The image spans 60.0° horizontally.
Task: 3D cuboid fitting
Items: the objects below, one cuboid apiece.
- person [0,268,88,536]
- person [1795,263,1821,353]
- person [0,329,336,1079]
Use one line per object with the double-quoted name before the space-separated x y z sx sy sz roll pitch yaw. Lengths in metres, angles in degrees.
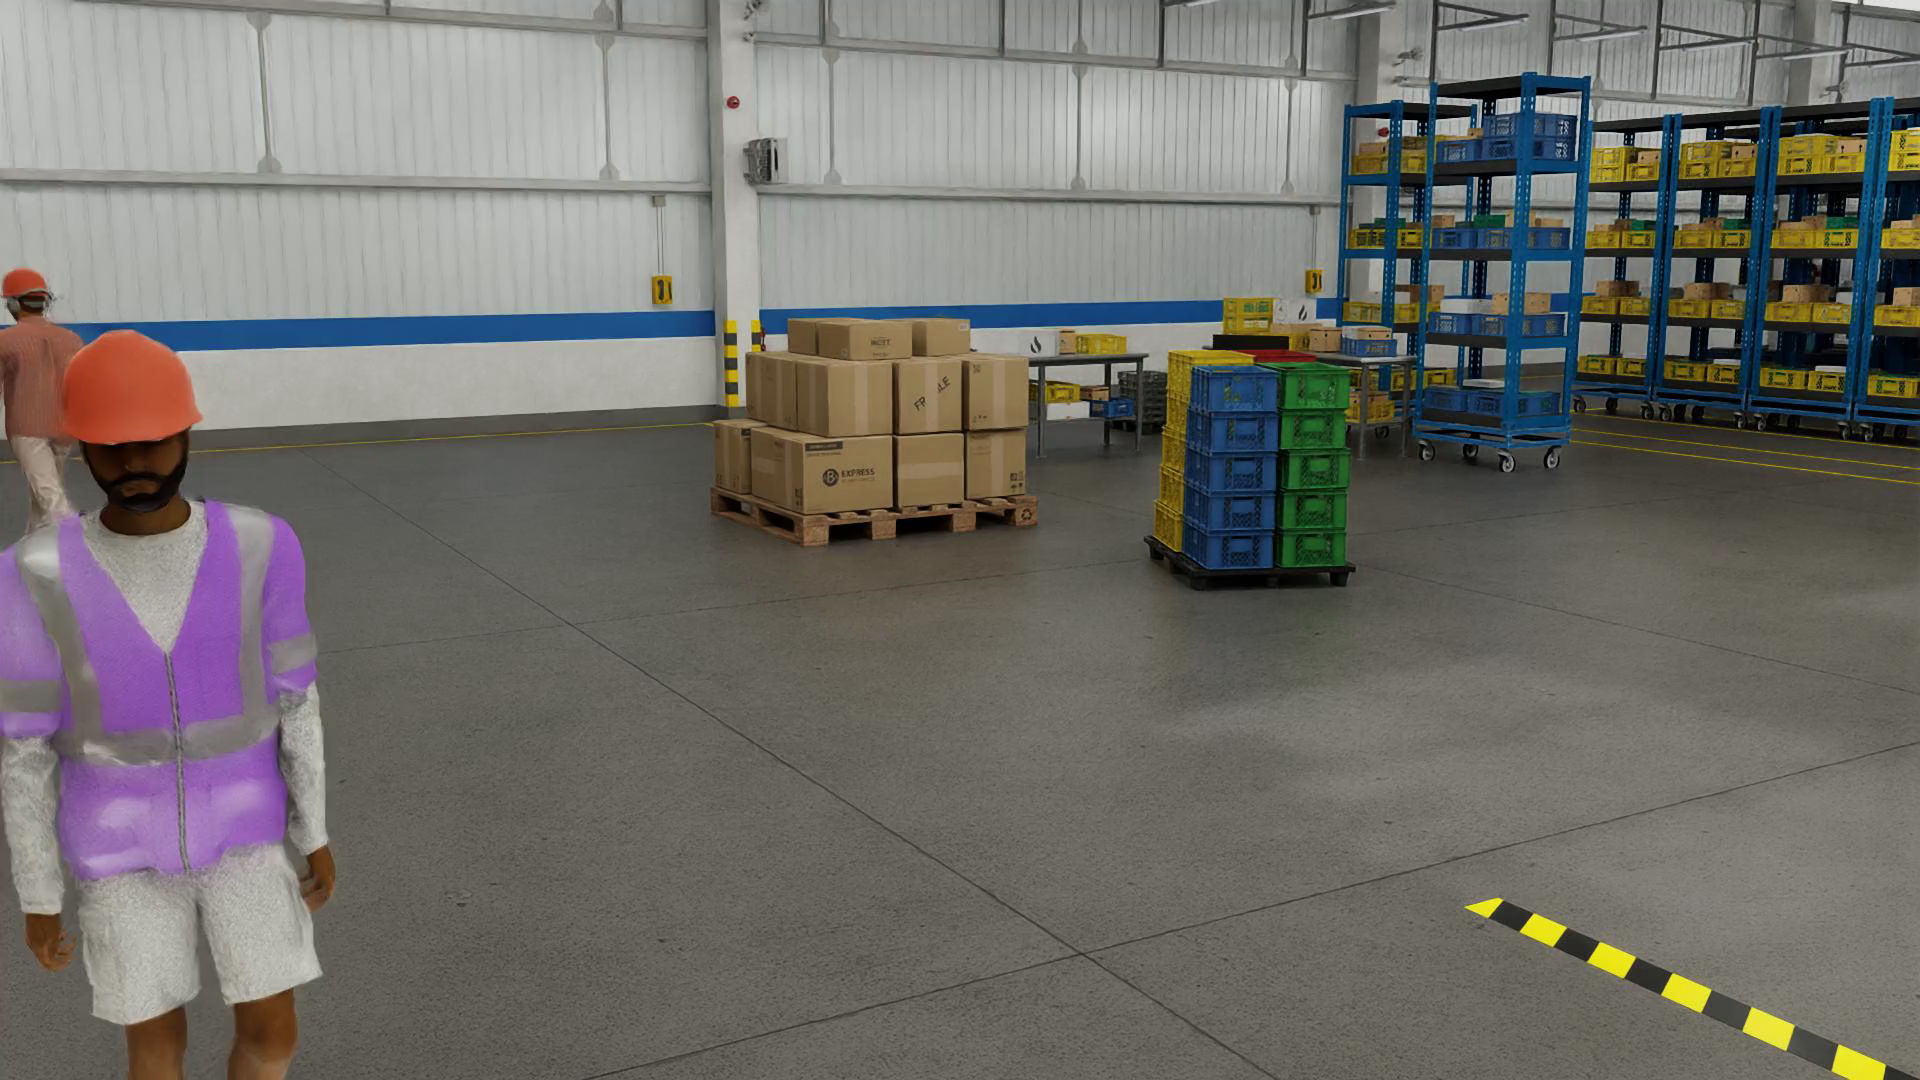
"person" -5.593 -0.653 10.033 1.021 1.941 0.622 5 11 24
"person" 12.723 -3.236 24.951 0.436 1.832 0.599 -9 13 -40
"person" -1.483 0.568 3.147 0.570 1.924 0.421 -6 12 -30
